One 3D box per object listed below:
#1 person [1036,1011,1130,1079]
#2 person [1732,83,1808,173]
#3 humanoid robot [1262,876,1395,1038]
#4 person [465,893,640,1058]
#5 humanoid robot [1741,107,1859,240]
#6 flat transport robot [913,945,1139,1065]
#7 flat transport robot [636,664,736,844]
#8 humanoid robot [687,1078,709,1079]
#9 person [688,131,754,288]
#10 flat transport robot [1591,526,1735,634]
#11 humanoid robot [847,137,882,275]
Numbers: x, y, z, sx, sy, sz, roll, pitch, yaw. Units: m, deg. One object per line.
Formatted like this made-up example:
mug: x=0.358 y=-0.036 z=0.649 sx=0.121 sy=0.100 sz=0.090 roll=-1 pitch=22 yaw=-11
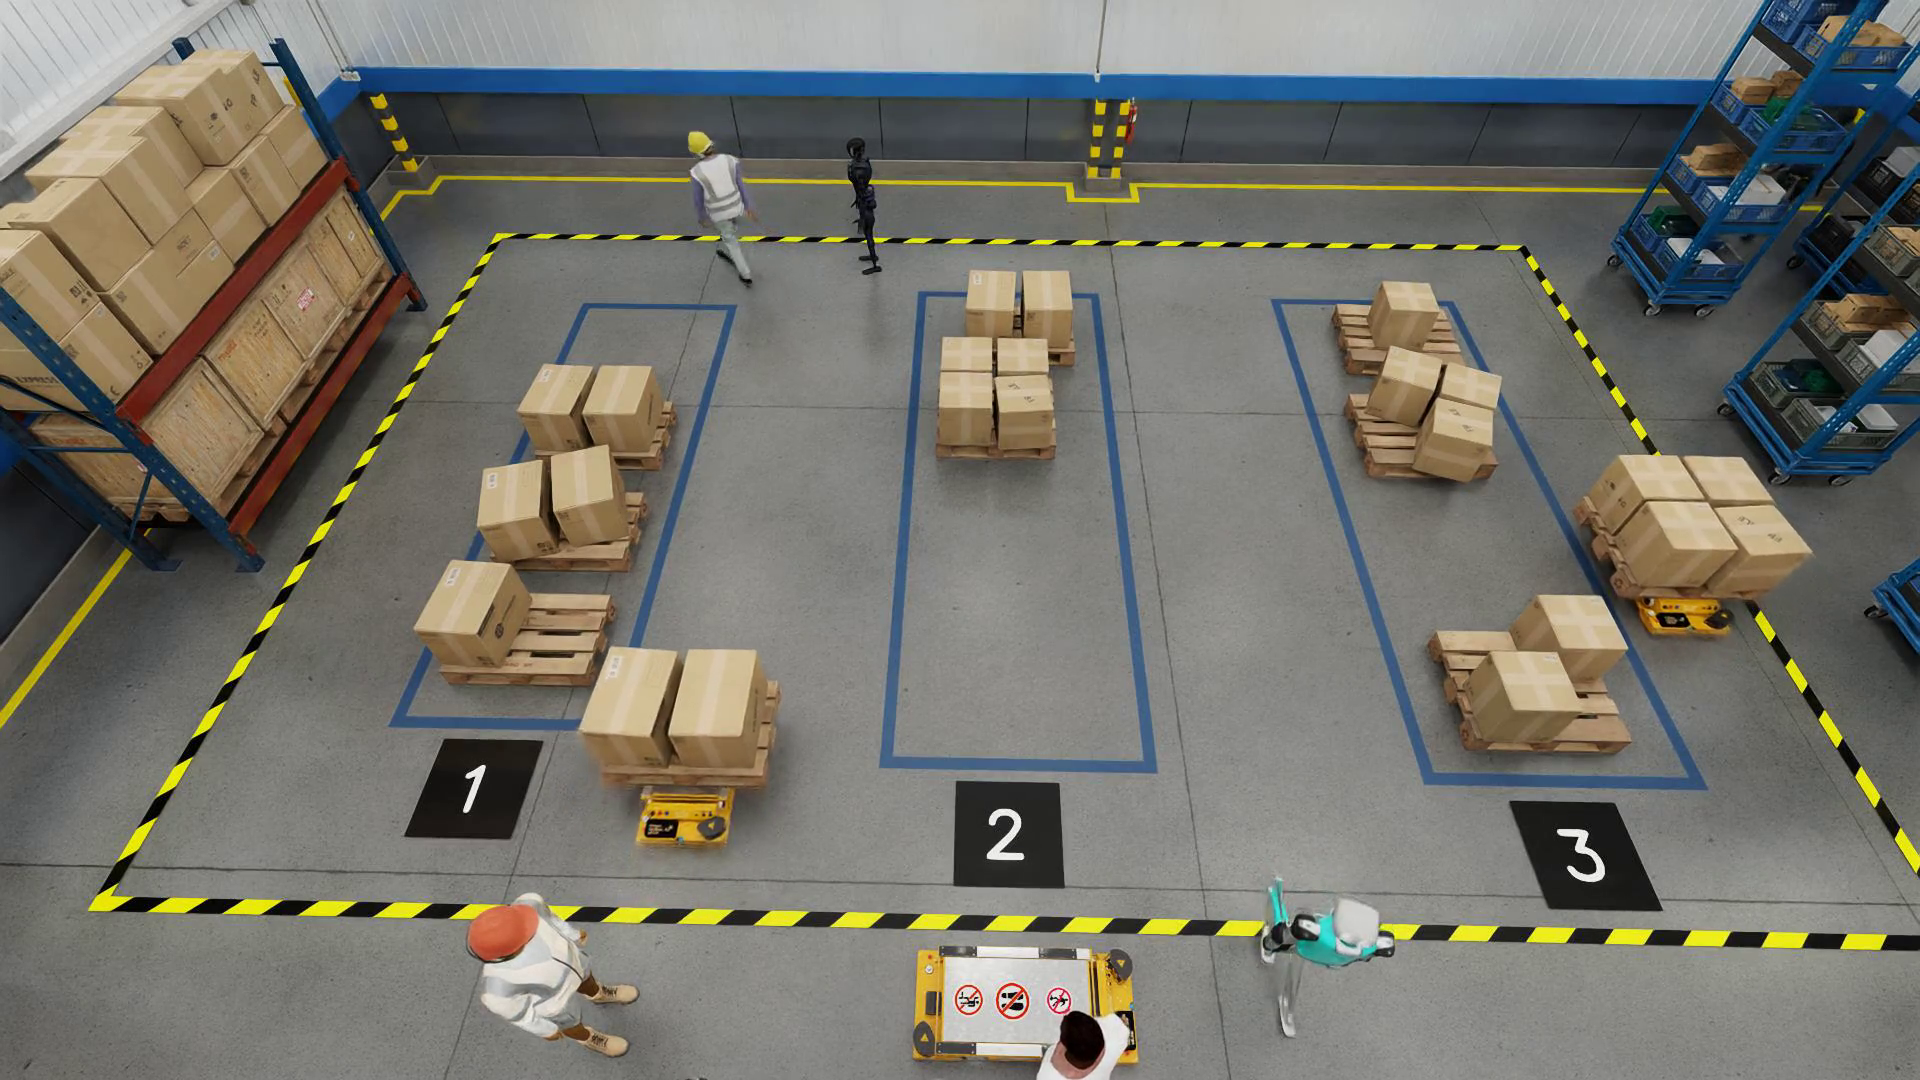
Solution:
person: x=0.613 y=2.947 z=5.020 sx=0.589 sy=1.918 sz=0.390 roll=-31 pitch=57 yaw=-23
person: x=9.708 y=-4.691 z=11.303 sx=0.590 sy=1.819 sz=0.476 roll=13 pitch=52 yaw=10
humanoid robot: x=2.124 y=2.370 z=5.618 sx=0.544 sy=1.768 sz=0.911 roll=9 pitch=51 yaw=7
person: x=-2.310 y=2.525 z=5.282 sx=0.363 sy=2.045 sz=0.613 roll=0 pitch=51 yaw=0
humanoid robot: x=10.331 y=-4.482 z=11.272 sx=0.601 sy=1.651 sz=0.783 roll=30 pitch=57 yaw=22
flat transport robot: x=0.422 y=3.041 z=6.007 sx=1.431 sy=0.231 sz=0.659 roll=1 pitch=51 yaw=1
flat transport robot: x=-2.035 y=1.630 z=7.139 sx=0.652 sy=0.197 sz=1.431 roll=1 pitch=51 yaw=1
humanoid robot: x=-1.533 y=3.284 z=4.860 sx=1.015 sy=1.724 sz=0.538 roll=-2 pitch=51 yaw=-2
person: x=-2.773 y=-3.856 z=10.650 sx=0.907 sy=1.777 sz=0.615 roll=37 pitch=60 yaw=26
flat transport robot: x=6.306 y=0.201 z=8.304 sx=0.652 sy=0.197 sz=1.431 roll=1 pitch=51 yaw=1
humanoid robot: x=-1.135 y=-3.917 z=10.762 sx=0.315 sy=1.655 sz=0.599 roll=-6 pitch=51 yaw=-5
